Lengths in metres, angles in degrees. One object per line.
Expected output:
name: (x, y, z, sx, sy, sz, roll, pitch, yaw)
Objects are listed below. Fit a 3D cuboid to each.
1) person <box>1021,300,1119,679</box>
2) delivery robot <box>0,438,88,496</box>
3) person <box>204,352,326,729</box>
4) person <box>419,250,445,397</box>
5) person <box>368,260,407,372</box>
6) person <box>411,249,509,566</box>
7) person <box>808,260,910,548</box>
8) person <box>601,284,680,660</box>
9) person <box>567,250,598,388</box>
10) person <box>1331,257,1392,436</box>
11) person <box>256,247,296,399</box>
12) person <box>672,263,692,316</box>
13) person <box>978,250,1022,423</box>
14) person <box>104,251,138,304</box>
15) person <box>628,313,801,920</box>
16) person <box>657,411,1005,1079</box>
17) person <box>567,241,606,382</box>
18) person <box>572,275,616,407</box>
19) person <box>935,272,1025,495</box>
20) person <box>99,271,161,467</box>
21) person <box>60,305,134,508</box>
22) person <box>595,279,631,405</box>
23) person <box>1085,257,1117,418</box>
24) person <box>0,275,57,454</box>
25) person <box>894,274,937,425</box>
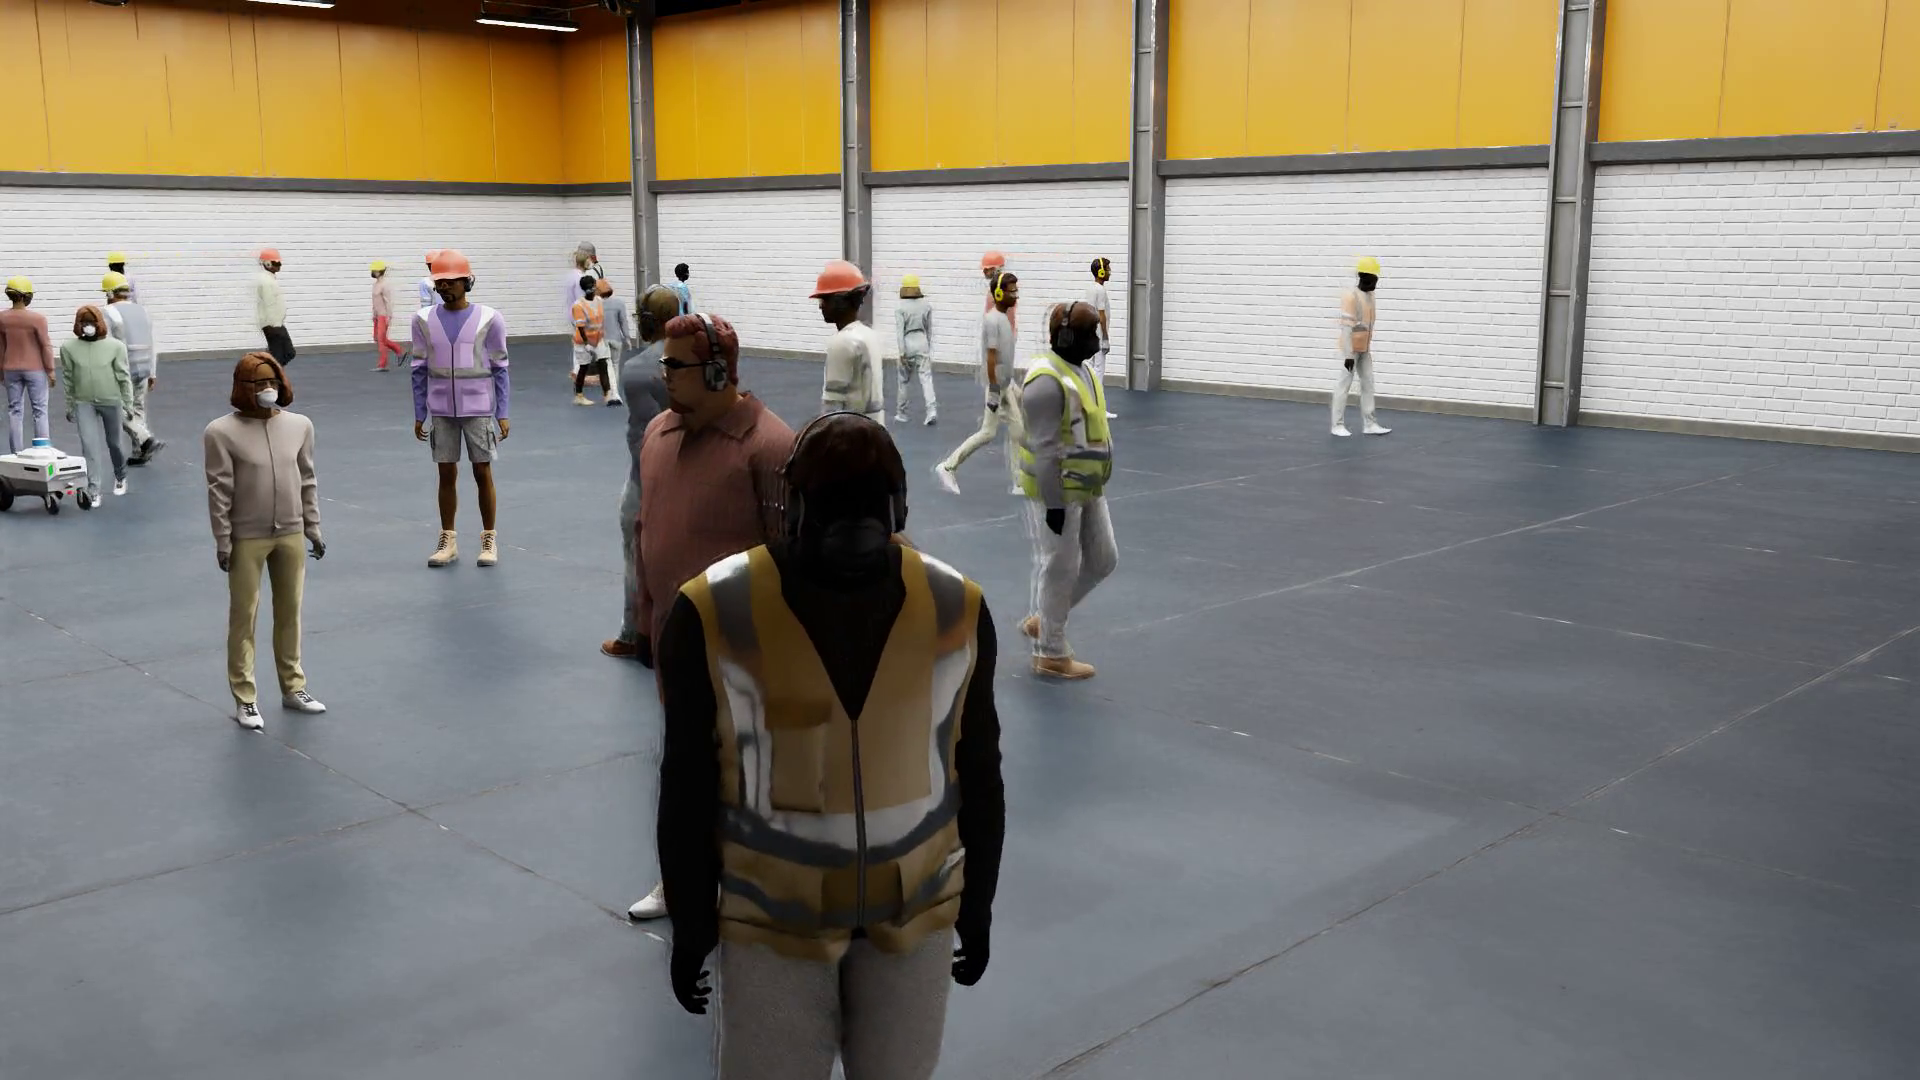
person: (0.520, -0.232, 7.999, 0.441, 1.826, 0.648, 5, 12, 25)
delivery robot: (-7.141, -0.550, 12.941, 0.707, 0.478, 0.477, 5, 12, 27)
person: (-3.032, -0.008, 7.297, 0.284, 1.633, 0.501, 9, 13, 39)
person: (-6.816, -2.804, 21.729, 0.373, 1.930, 0.552, 9, 14, 40)
person: (-9.035, -3.524, 26.127, 0.559, 1.752, 0.537, -7, 13, -35)
person: (-3.214, -0.836, 10.693, 0.616, 2.041, 0.382, 0, 10, -1)
person: (-0.494, -0.510, 9.049, 0.944, 2.008, 0.612, 1, 10, 6)
person: (-1.383, -0.300, 8.173, 0.963, 1.909, 0.637, 7, 12, 32)
person: (-5.256, -3.072, 23.211, 0.426, 1.923, 0.642, -4, 11, -22)
person: (4.290, -2.028, 17.646, 0.727, 1.893, 0.614, 9, 14, 41)
person: (-8.875, -2.799, 21.574, 0.430, 1.978, 0.621, -2, 11, -12)
person: (-4.353, -3.481, 26.062, 0.317, 1.695, 0.540, -5, 12, -26)
person: (0.462, -2.299, 18.872, 0.558, 1.969, 0.633, -1, 10, -4)
person: (-12.349, -3.270, 24.376, 0.890, 1.891, 0.629, -8, 13, -38)
person: (-0.755, 0.271, 5.045, 0.642, 1.905, 0.401, 7, 13, 35)
person: (-0.225, 0.671, 3.052, 0.645, 1.832, 0.506, -3, 11, -15)
person: (-5.479, -3.343, 24.374, 0.538, 2.000, 0.684, 2, 11, 10)
person: (-4.552, -2.455, 20.611, 0.740, 1.639, 0.563, 8, 13, 38)
person: (0.254, -1.262, 13.597, 0.876, 1.842, 0.528, 3, 11, 14)
person: (-7.561, -1.536, 15.176, 0.609, 1.803, 0.615, 4, 11, 22)
person: (-6.905, -1.098, 13.362, 0.505, 1.595, 0.820, -4, 11, -20)
person: (-4.448, -2.517, 21.111, 0.551, 1.587, 0.831, -4, 11, -23)
person: (1.633, -2.363, 19.495, 0.329, 1.873, 0.516, -3, 11, -17)
person: (-8.616, -1.552, 15.361, 0.533, 1.767, 0.326, 0, 10, 0)
person: (-0.501, -2.160, 18.844, 0.484, 1.704, 0.876, -4, 11, -22)
